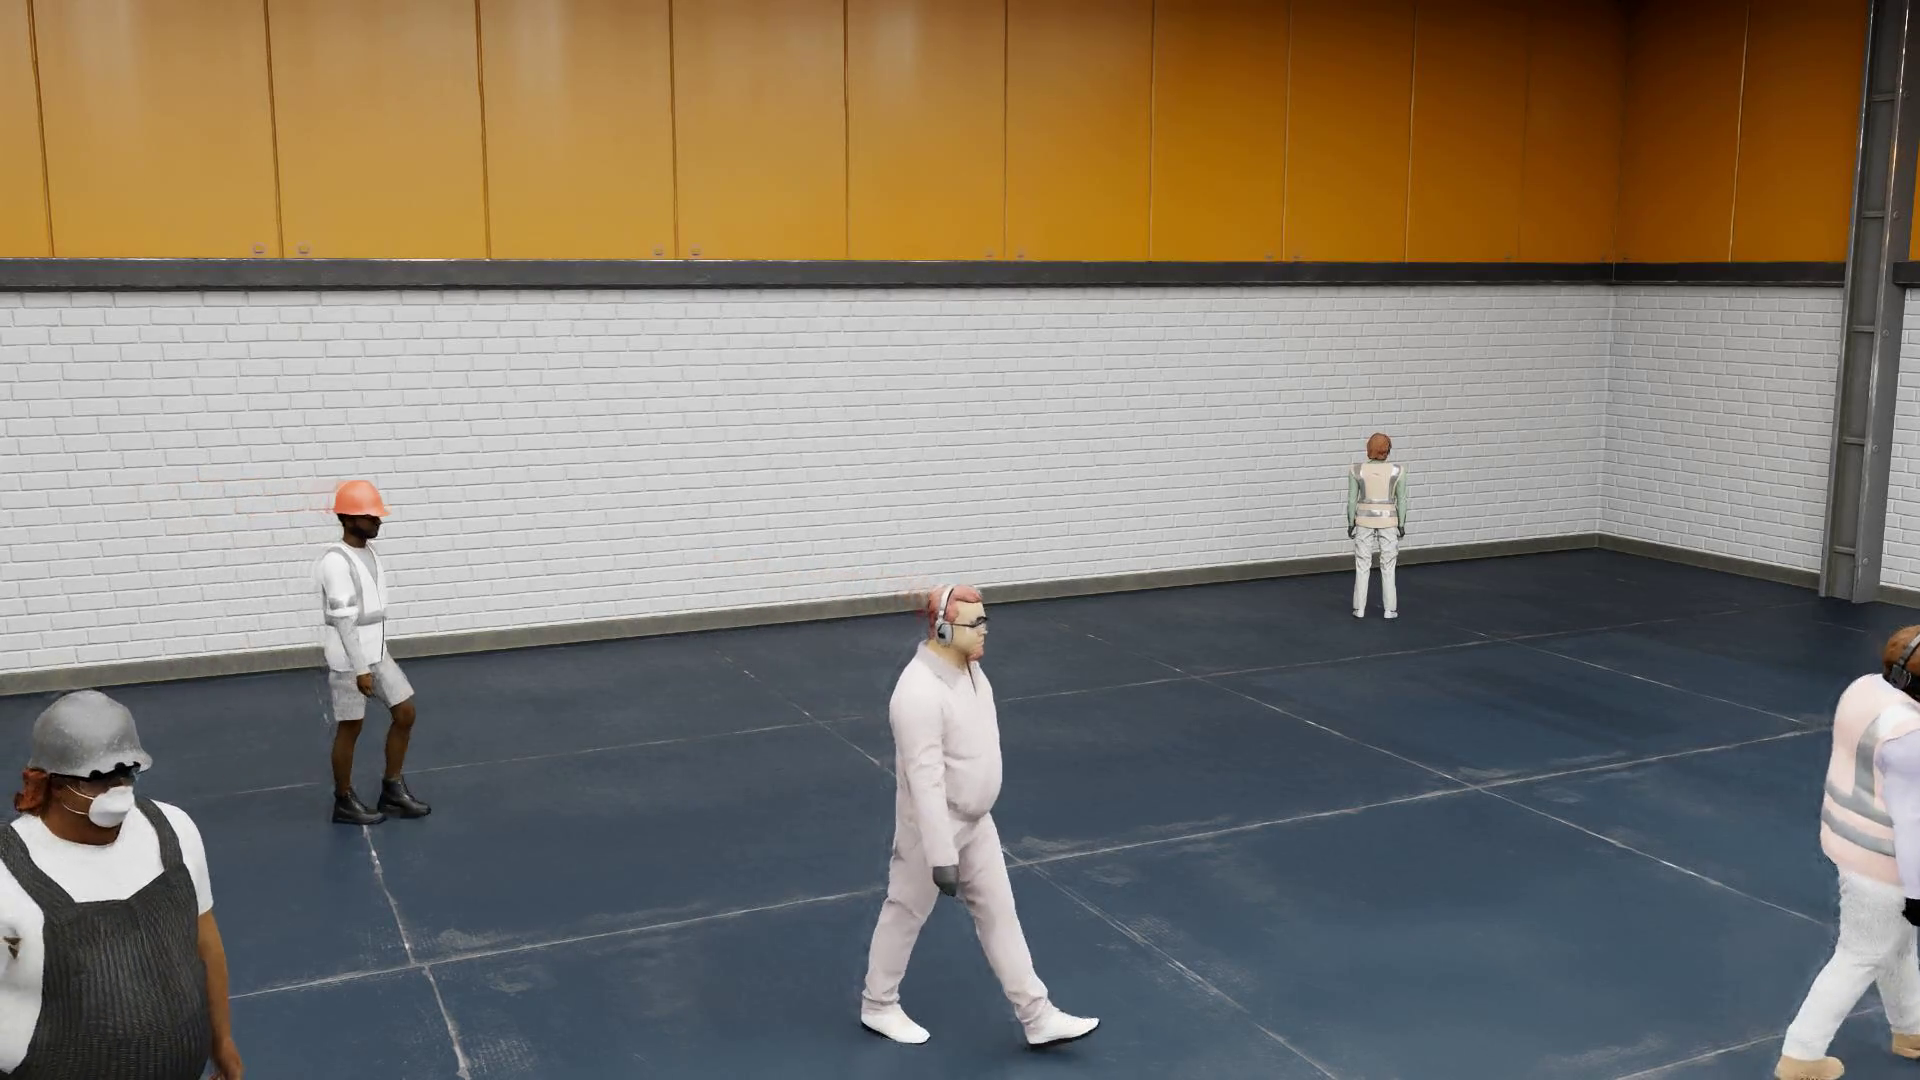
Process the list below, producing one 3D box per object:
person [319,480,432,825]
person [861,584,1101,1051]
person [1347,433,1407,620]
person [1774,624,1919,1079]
[{"bbox_3d":[-3.184,0.632,9.038,0.665,1.914,0.554,2,9,10],"label":"person"},{"bbox_3d":[0.024,1.091,6.371,0.998,1.850,0.665,4,10,24],"label":"person"},{"bbox_3d":[3.633,-0.113,14.510,0.511,1.641,0.308,3,10,16],"label":"person"},{"bbox_3d":[3.435,1.172,6.153,0.797,1.781,0.658,2,9,11],"label":"person"}]
